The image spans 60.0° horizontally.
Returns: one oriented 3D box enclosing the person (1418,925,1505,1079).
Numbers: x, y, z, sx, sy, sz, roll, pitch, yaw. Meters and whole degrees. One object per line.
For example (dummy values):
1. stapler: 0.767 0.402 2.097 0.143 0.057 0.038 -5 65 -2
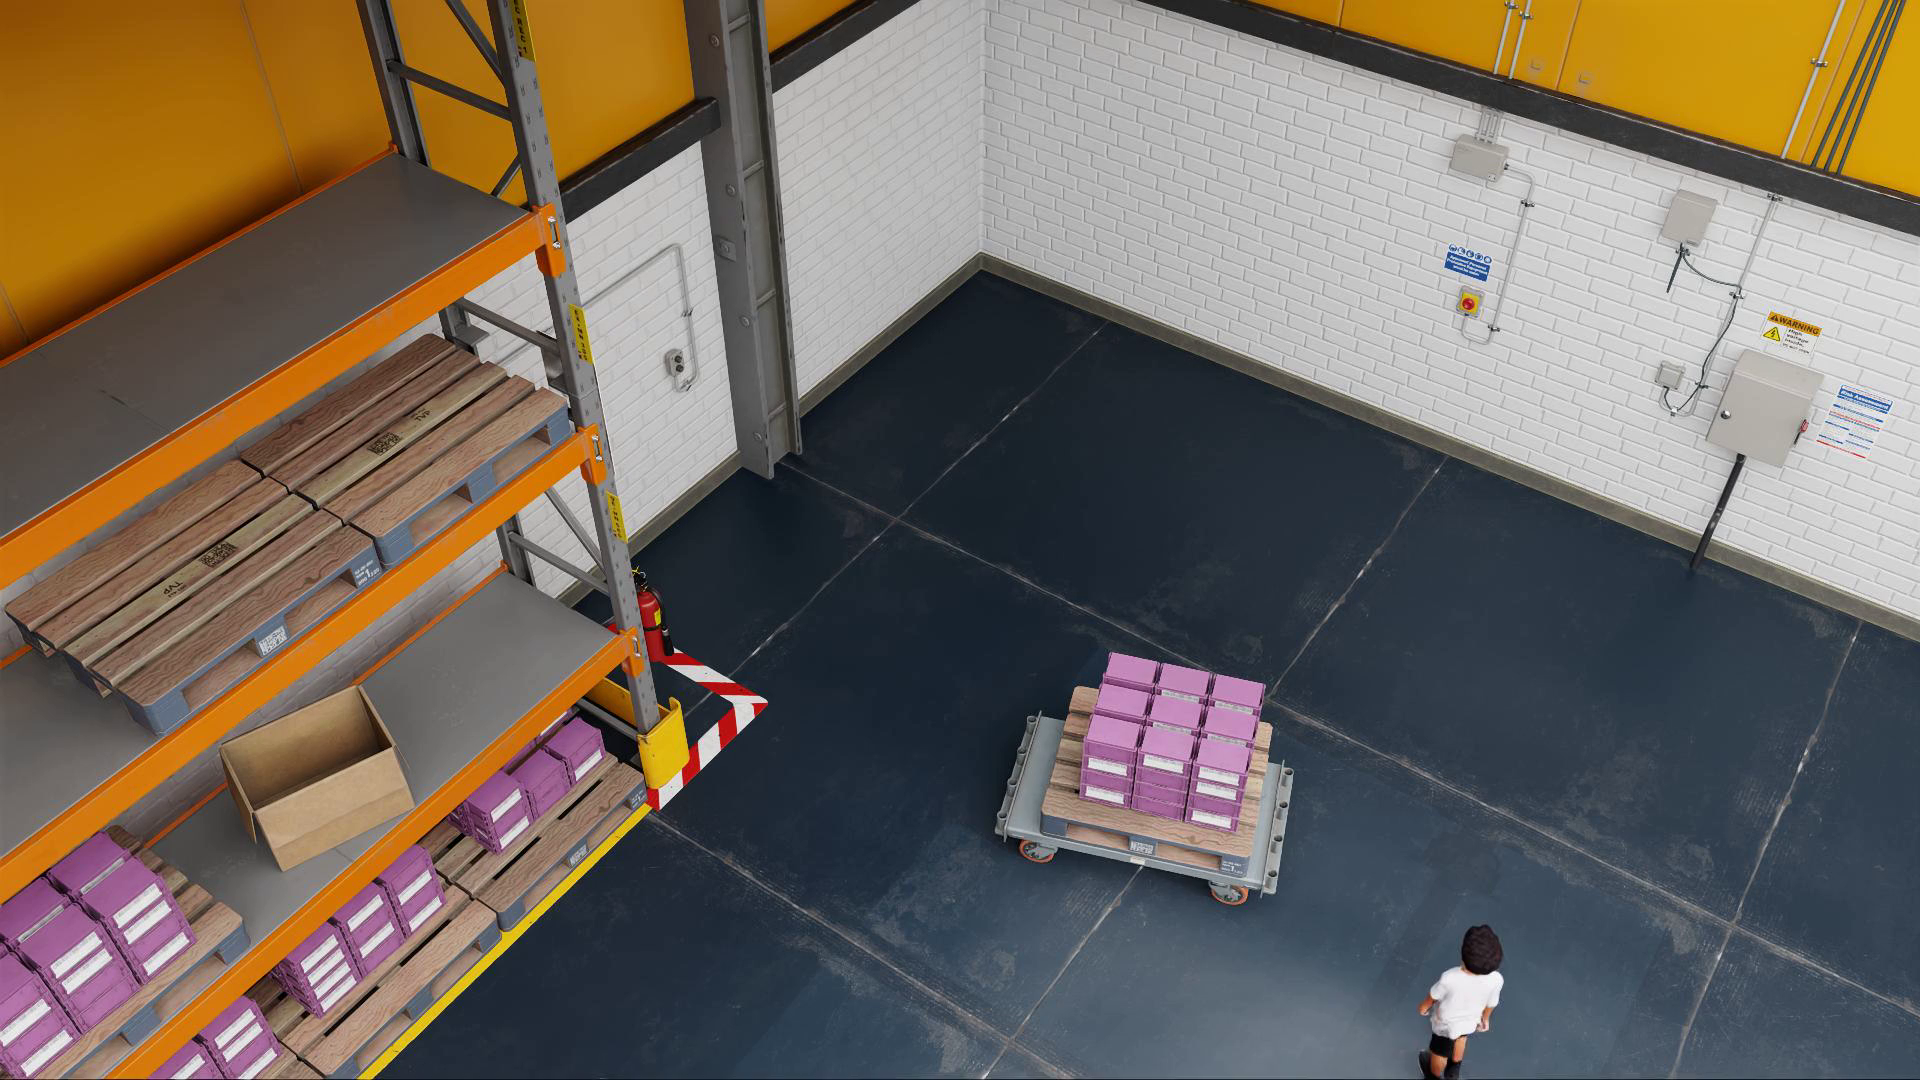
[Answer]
1. person: 2.544 2.449 8.438 0.572 1.248 0.626 -5 44 -5
